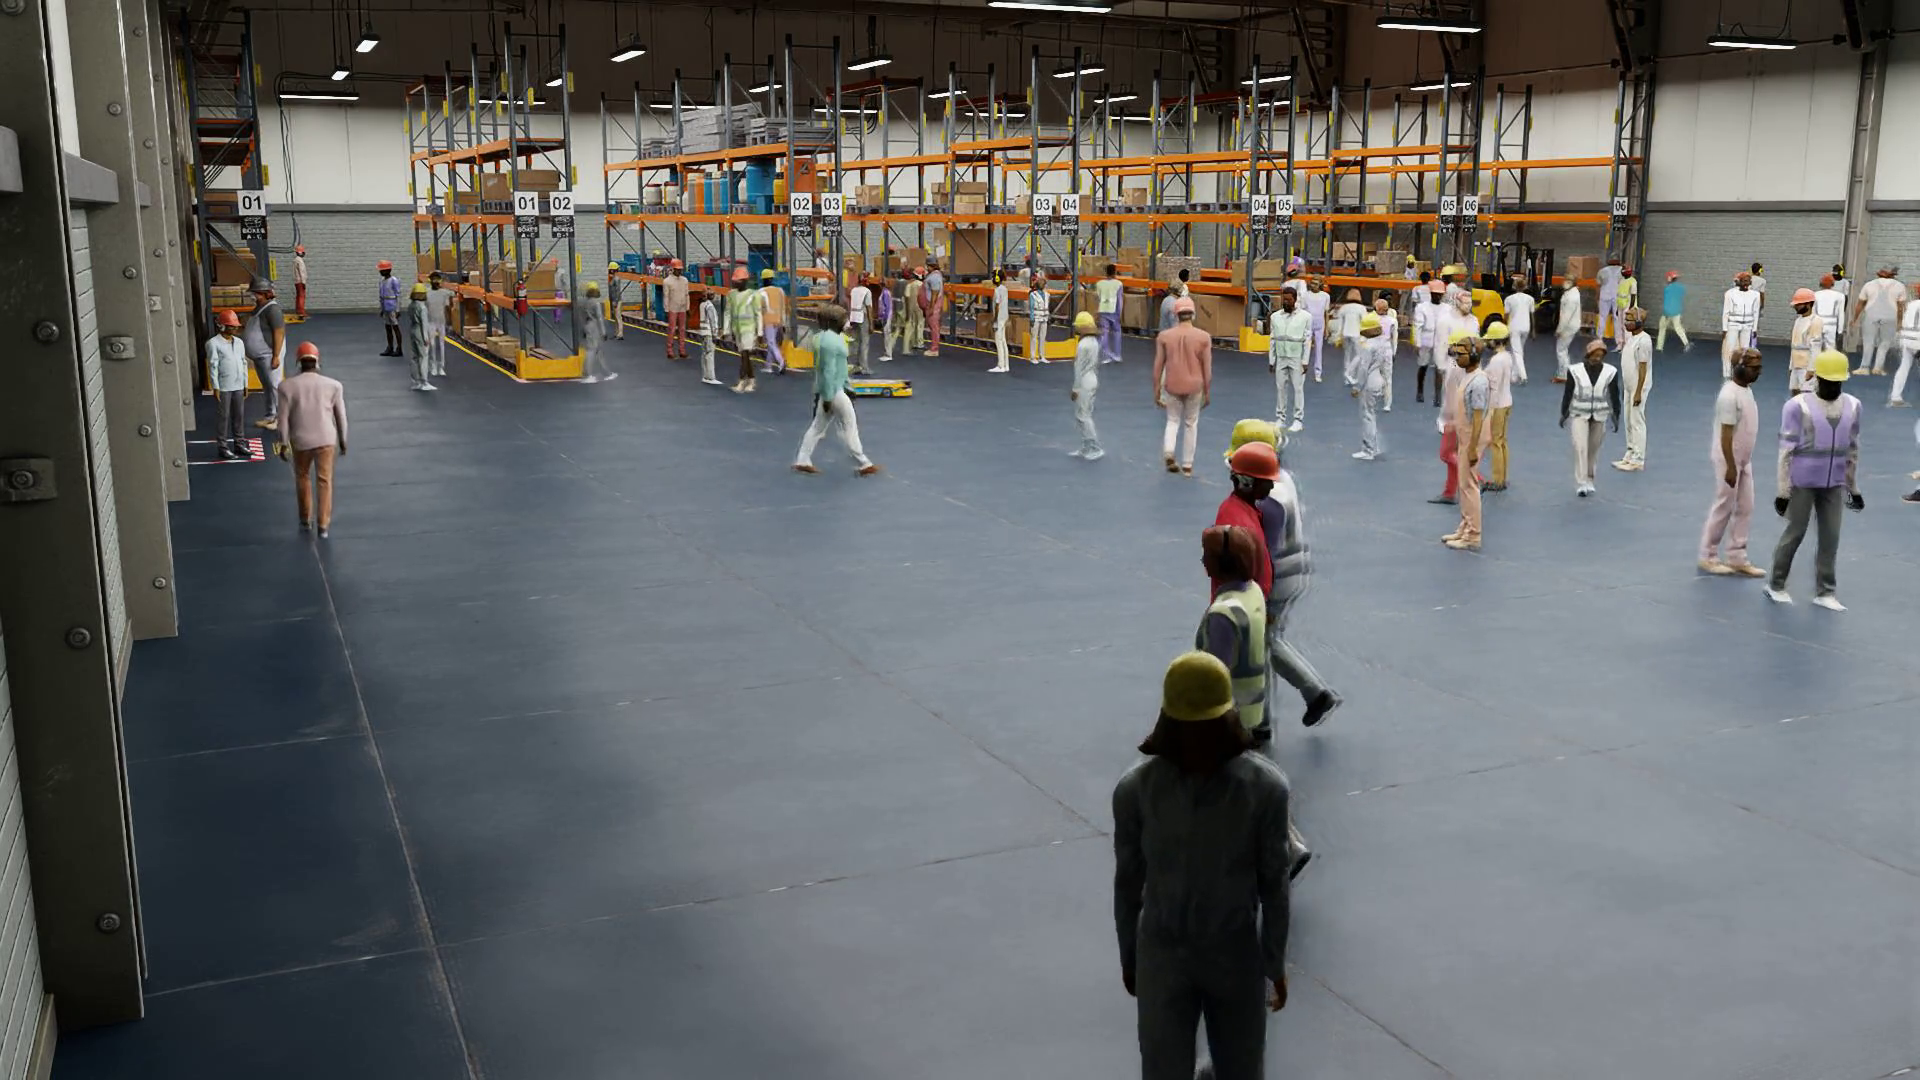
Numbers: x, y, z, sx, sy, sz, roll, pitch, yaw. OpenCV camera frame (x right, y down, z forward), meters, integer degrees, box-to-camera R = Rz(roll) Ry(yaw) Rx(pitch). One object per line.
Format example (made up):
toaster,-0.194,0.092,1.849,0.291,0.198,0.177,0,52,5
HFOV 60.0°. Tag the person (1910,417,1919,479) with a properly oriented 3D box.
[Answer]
person,10.540,-1.530,17.866,0.652,1.821,0.582,-10,15,-42

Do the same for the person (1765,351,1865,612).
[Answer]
person,6.287,-0.428,12.182,0.674,1.920,0.633,-1,11,-5

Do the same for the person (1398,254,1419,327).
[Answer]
person,11.304,-6.266,41.905,0.592,1.834,0.404,-4,12,-19

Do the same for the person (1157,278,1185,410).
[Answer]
person,3.097,-2.865,24.395,0.377,1.931,0.624,-1,11,-6

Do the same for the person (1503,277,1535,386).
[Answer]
person,9.399,-3.494,27.888,0.517,1.812,0.810,-2,11,-10

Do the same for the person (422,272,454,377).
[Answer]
person,-9.217,-3.802,29.372,0.521,1.843,0.728,-5,12,-25

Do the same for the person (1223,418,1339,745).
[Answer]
person,1.699,0.234,8.955,0.590,1.796,0.614,2,11,12

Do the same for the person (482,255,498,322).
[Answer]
person,-12.433,-6.681,44.013,0.563,1.840,0.389,3,12,15

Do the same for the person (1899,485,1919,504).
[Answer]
person,9.761,-1.264,16.230,0.608,1.942,0.837,-7,13,-33

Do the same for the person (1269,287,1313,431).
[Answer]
person,4.382,-2.402,22.088,0.584,1.911,0.391,8,13,34

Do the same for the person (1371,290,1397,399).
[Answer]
person,6.569,-3.032,25.817,0.540,1.695,0.317,-7,13,-33

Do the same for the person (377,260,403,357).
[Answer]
person,-11.472,-4.648,33.424,0.548,1.934,0.374,7,13,32

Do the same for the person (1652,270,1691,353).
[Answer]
person,14.731,-4.710,34.301,0.541,1.719,0.801,-4,12,-18

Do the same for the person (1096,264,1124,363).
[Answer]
person,2.931,-4.384,32.183,0.594,1.888,0.679,6,13,30

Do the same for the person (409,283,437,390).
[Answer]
person,-8.801,-3.320,27.184,0.494,1.737,0.310,10,15,43

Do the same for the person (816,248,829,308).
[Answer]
person,-4.002,-7.534,48.258,0.519,1.872,0.604,4,12,17

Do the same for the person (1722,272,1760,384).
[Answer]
person,13.183,-3.576,28.110,0.576,1.882,0.355,1,11,6

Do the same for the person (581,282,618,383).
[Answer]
person,-6.172,-3.546,28.419,0.841,1.694,0.529,-9,14,-39

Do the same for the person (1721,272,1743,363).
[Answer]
person,14.860,-4.231,31.792,0.355,1.744,0.565,-4,12,-21

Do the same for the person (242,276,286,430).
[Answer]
person,-9.295,-2.496,22.215,0.535,2.000,0.684,-9,14,-39

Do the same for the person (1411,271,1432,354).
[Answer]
person,9.466,-4.629,33.935,0.533,1.697,0.318,1,11,4

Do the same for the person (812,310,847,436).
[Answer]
person,-1.659,-2.116,21.270,0.535,1.655,0.863,5,12,24

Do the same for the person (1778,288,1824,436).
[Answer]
person,10.713,-2.233,21.185,0.383,1.926,0.550,0,11,-1

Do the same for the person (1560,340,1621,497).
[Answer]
person,6.445,-1.237,16.970,0.552,1.581,0.908,2,11,11

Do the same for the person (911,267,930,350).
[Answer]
person,-0.842,-4.862,34.973,0.330,1.751,0.564,-6,13,-29

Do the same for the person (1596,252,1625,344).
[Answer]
person,14.389,-5.345,36.694,0.686,2.000,0.535,5,12,23

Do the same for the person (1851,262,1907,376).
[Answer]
person,16.367,-3.951,29.611,0.807,2.000,0.535,7,13,33

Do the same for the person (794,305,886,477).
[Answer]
person,-1.355,-1.609,18.115,1.013,1.894,0.644,-1,11,-5

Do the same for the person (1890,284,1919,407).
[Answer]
person,14.300,-2.884,24.657,0.883,1.847,0.580,0,11,1

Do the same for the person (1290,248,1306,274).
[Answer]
person,9.862,-7.643,48.879,0.633,1.842,0.429,8,14,35

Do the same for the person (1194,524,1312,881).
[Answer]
person,1.140,0.732,6.850,0.522,1.623,0.531,5,12,25

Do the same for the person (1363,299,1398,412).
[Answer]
person,6.079,-2.665,24.093,0.514,1.642,0.310,-1,11,-6

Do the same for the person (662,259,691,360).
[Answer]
person,-5.563,-4.535,32.742,0.406,1.984,0.620,10,15,40

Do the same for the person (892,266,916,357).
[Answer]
person,-1.192,-4.574,33.379,0.545,1.814,0.604,-6,13,-28

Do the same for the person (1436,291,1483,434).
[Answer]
person,6.403,-2.242,21.293,0.676,1.887,0.435,-5,12,-24

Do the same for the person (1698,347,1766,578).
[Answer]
person,6.159,-0.609,13.162,0.514,1.834,0.548,10,15,42

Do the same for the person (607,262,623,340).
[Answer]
person,-7.846,-5.430,37.829,0.314,1.769,0.525,-4,12,-20
